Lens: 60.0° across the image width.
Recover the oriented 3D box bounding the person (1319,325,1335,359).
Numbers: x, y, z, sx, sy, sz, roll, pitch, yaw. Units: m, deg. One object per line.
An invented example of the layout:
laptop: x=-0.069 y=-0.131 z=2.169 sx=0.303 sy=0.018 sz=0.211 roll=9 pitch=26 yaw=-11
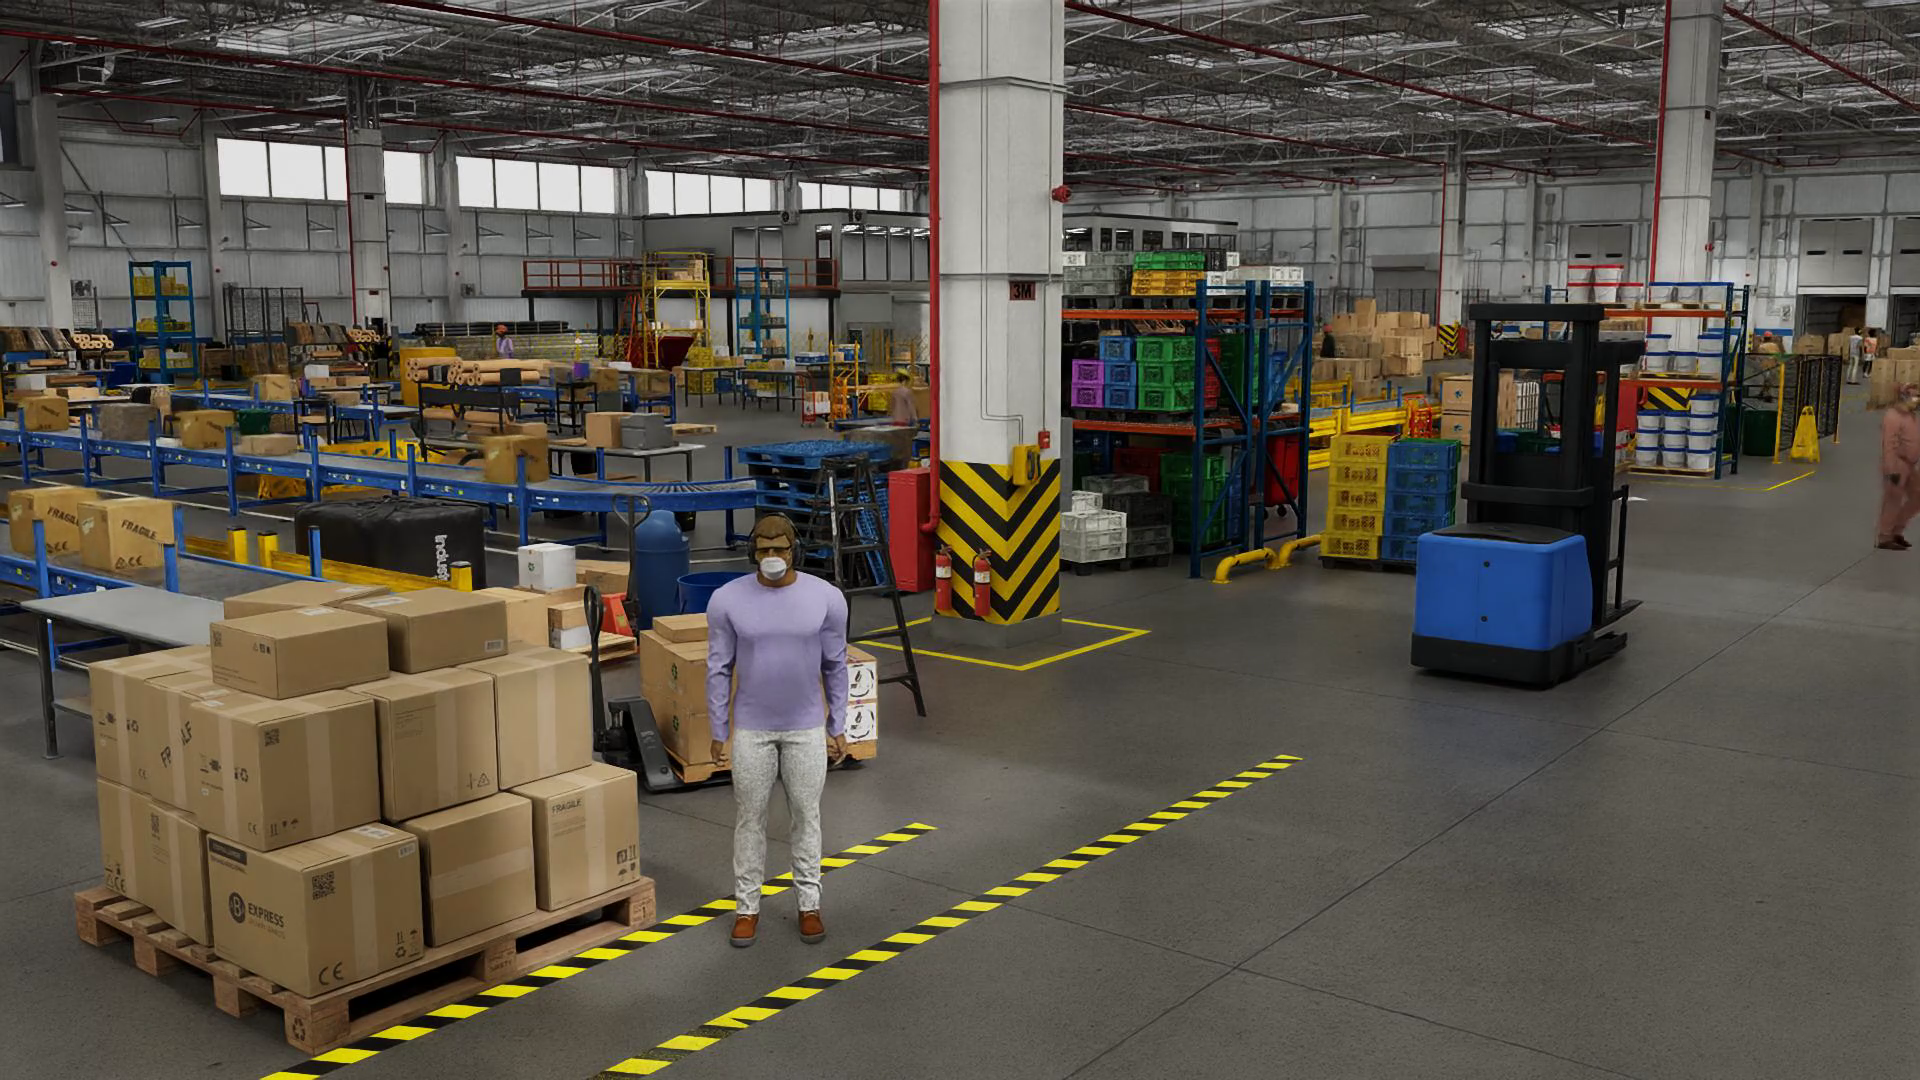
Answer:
person: x=11.244 y=-5.591 z=50.740 sx=0.992 sy=1.950 sz=0.610 roll=-1 pitch=8 yaw=-7

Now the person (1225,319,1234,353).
person: x=10.817 y=-7.953 z=66.683 sx=0.378 sy=1.932 sz=0.551 roll=2 pitch=9 yaw=14

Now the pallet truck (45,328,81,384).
pallet truck: x=-23.775 y=-4.544 z=43.495 sx=1.885 sy=1.965 sz=0.823 roll=6 pitch=10 yaw=35

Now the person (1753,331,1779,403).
person: x=21.474 y=-4.617 z=44.353 sx=0.593 sy=1.883 sz=0.987 roll=-1 pitch=9 yaw=-8

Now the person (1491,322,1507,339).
person: x=16.038 y=-5.460 z=49.522 sx=0.539 sy=2.000 sz=0.689 roll=-7 pitch=11 yaw=-41

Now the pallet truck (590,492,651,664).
pallet truck: x=-3.115 y=0.344 z=12.883 sx=0.653 sy=1.274 sz=1.630 roll=7 pitch=11 yaw=37

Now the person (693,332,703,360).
person: x=-10.252 y=-7.653 z=64.872 sx=0.441 sy=1.877 sz=0.597 roll=4 pitch=9 yaw=26

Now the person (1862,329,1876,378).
person: x=31.241 y=-6.415 z=57.115 sx=0.549 sy=1.694 sz=0.317 roll=-4 pitch=9 yaw=-26

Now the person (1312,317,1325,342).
person: x=16.398 y=-9.294 z=76.140 sx=0.698 sy=1.817 sz=0.659 roll=-2 pitch=9 yaw=-11

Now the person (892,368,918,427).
person: x=-0.968 y=-1.868 z=26.373 sx=0.811 sy=1.718 sz=0.539 roll=-4 pitch=9 yaw=-24

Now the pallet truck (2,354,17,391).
pallet truck: x=-24.881 y=-4.417 z=42.634 sx=1.885 sy=1.965 sz=0.823 roll=8 pitch=11 yaw=41

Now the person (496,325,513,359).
person: x=-12.458 y=-4.853 z=45.424 sx=0.609 sy=2.043 sz=0.397 roll=6 pitch=10 yaw=36

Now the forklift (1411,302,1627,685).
forklift: x=4.379 y=-0.438 z=12.852 sx=1.129 sy=2.768 sz=1.873 roll=7 pitch=11 yaw=37

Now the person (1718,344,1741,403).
person: x=16.558 y=-3.301 z=35.764 sx=0.614 sy=1.790 sz=0.864 roll=-2 pitch=9 yaw=-13

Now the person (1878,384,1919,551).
person: x=10.612 y=-0.813 z=18.707 sx=0.669 sy=1.887 sz=0.449 roll=-7 pitch=11 yaw=-39

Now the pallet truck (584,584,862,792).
pallet truck: x=-1.426 y=0.805 z=10.019 sx=1.601 sy=1.201 sz=0.680 roll=-4 pitch=9 yaw=-26

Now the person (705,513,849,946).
person: x=-0.808 y=0.839 z=7.403 sx=0.637 sy=1.938 sz=0.355 roll=-1 pitch=9 yaw=-7

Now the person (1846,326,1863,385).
person: x=28.379 y=-5.840 z=52.711 sx=0.328 sy=1.861 sz=0.503 roll=-3 pitch=9 yaw=-20
